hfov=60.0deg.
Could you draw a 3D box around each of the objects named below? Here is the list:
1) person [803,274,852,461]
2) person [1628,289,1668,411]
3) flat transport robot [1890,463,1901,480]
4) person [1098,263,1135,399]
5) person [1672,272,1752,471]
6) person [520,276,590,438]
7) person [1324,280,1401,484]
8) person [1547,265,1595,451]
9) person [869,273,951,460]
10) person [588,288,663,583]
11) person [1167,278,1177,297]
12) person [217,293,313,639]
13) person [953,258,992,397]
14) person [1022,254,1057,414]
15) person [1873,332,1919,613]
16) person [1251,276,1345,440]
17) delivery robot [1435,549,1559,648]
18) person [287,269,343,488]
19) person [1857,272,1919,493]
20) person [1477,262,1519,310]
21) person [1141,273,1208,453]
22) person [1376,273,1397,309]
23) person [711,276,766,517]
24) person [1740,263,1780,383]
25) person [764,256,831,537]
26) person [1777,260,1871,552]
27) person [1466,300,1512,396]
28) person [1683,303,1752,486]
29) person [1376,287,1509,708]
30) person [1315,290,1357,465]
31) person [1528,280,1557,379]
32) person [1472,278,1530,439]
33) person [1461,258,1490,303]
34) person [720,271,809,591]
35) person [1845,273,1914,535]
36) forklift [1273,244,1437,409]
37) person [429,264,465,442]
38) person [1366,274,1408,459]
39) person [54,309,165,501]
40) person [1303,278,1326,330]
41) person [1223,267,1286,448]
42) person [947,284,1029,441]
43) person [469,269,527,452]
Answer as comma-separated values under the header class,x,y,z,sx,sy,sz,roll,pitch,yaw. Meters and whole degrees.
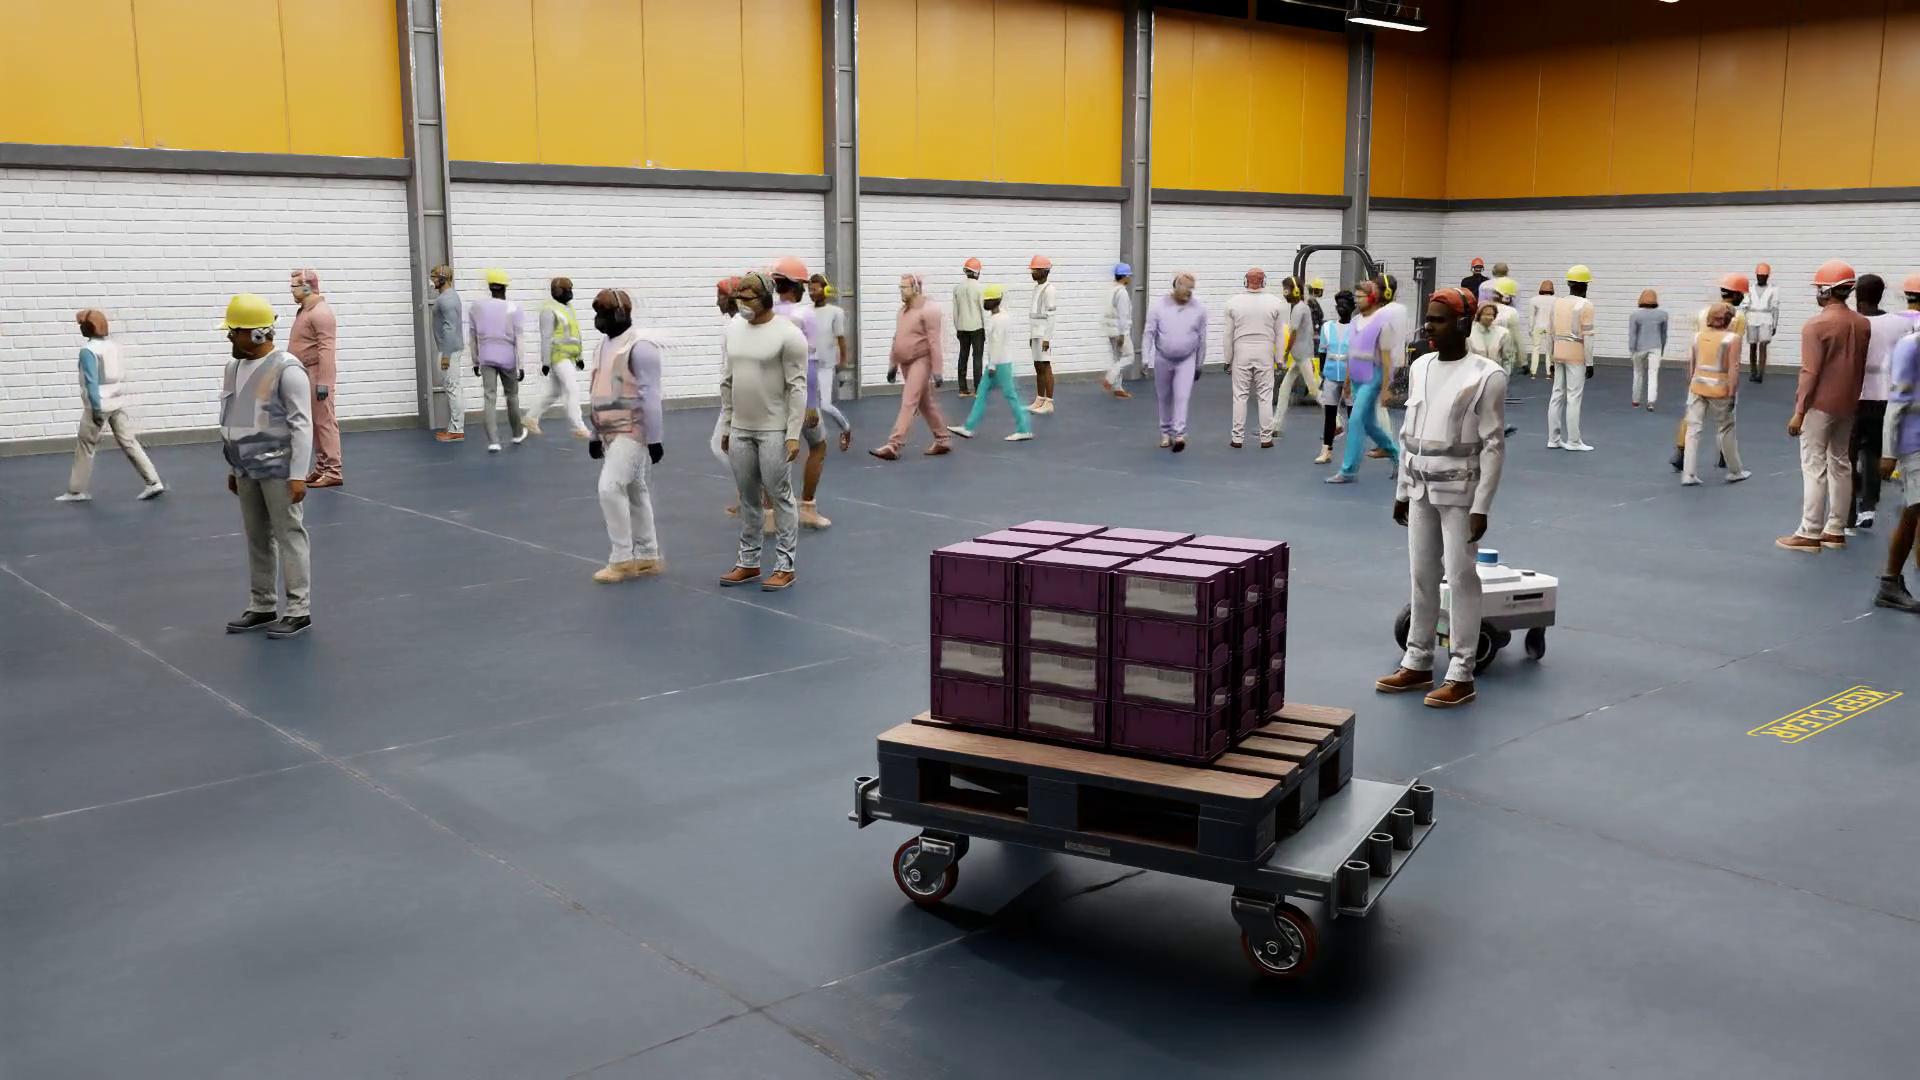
class,x,y,z,sx,sy,sz,roll,pitch,yaw
person,-1.366,-1.723,16.580,0.516,1.855,0.602,5,11,29
person,9.035,-2.492,21.861,0.494,1.589,0.873,3,10,15
flat transport robot,9.040,-0.632,14.815,1.431,0.197,0.652,0,10,-1
person,2.232,-2.946,23.507,0.478,1.927,0.612,-2,10,-14
person,7.109,-1.579,15.667,1.000,1.883,0.543,-6,12,-33
person,-4.510,-2.036,18.557,0.892,1.813,0.621,1,10,8
person,3.685,-1.410,14.871,0.857,1.817,0.578,-3,10,-16
person,6.372,-1.888,17.323,0.377,1.929,0.585,-4,11,-24
person,-0.478,-1.733,16.646,1.025,1.851,0.676,-6,11,-30
person,-2.150,-0.643,10.340,0.670,1.817,0.649,-7,12,-35
person,3.516,-3.388,26.811,0.532,1.691,0.322,5,11,27
person,-3.696,-0.389,8.842,0.591,1.828,0.404,6,11,31
person,0.180,-3.048,23.912,0.608,1.996,0.380,7,12,37
person,1.032,-2.638,21.378,0.370,2.044,0.608,-3,10,-18
person,5.495,-0.503,9.234,0.575,1.916,0.735,-6,11,-30
person,3.782,-1.989,18.291,1.005,1.817,0.536,2,10,9
delivery robot,2.628,0.290,8.312,0.707,0.478,0.477,-4,11,-22
person,-5.685,-1.412,14.607,0.403,1.904,0.652,-6,12,-33
person,7.893,-1.297,13.965,0.951,1.903,0.556,-3,10,-15
person,8.606,-3.486,26.668,0.652,1.928,0.438,1,10,8
person,2.230,-1.836,17.264,0.664,1.836,1.027,1,10,8
person,6.740,-3.408,26.695,0.525,1.769,0.308,-3,10,-14
person,-1.704,-1.084,12.782,0.420,1.868,0.611,1,10,8
person,12.761,-3.457,26.589,0.552,1.889,0.973,6,12,33
person,-1.198,-1.039,12.076,0.642,2.015,0.714,7,12,35
person,5.939,-0.911,11.428,0.624,1.992,0.398,-5,11,-27
person,4.967,-1.467,15.853,0.528,1.617,0.509,0,10,-2
person,6.712,-1.286,14.722,0.792,1.602,0.535,-6,11,-31
person,2.184,-0.191,7.518,0.353,1.883,0.572,-5,11,-28
person,3.713,-1.564,16.101,0.535,1.697,0.322,6,12,32
person,9.659,-3.475,27.498,0.502,1.627,0.270,3,10,16
person,5.883,-1.924,17.989,0.891,1.777,0.579,-5,11,-28
person,9.664,-4.286,31.197,0.617,1.989,0.402,0,10,-2
person,-1.204,-0.657,10.101,0.627,1.933,0.371,6,11,32
person,6.578,-0.982,12.108,0.635,1.893,0.454,1,10,8
forklift,5.256,-2.933,22.661,2.313,2.155,1.214,3,10,16
person,-5.612,-2.045,18.210,0.364,1.939,0.636,-3,10,-15
person,4.215,-1.721,16.608,0.579,1.834,0.457,-9,13,-44
person,-7.036,-1.100,13.713,0.879,1.602,0.522,1,10,3
person,5.003,-2.910,23.973,0.916,1.723,0.538,-3,10,-16
person,3.099,-1.916,17.556,0.651,1.906,0.409,1,10,8
person,0.341,-1.927,18.165,0.905,1.706,0.535,-1,10,-8
person,-4.819,-1.885,17.433,0.610,1.876,0.972,0,10,-1
